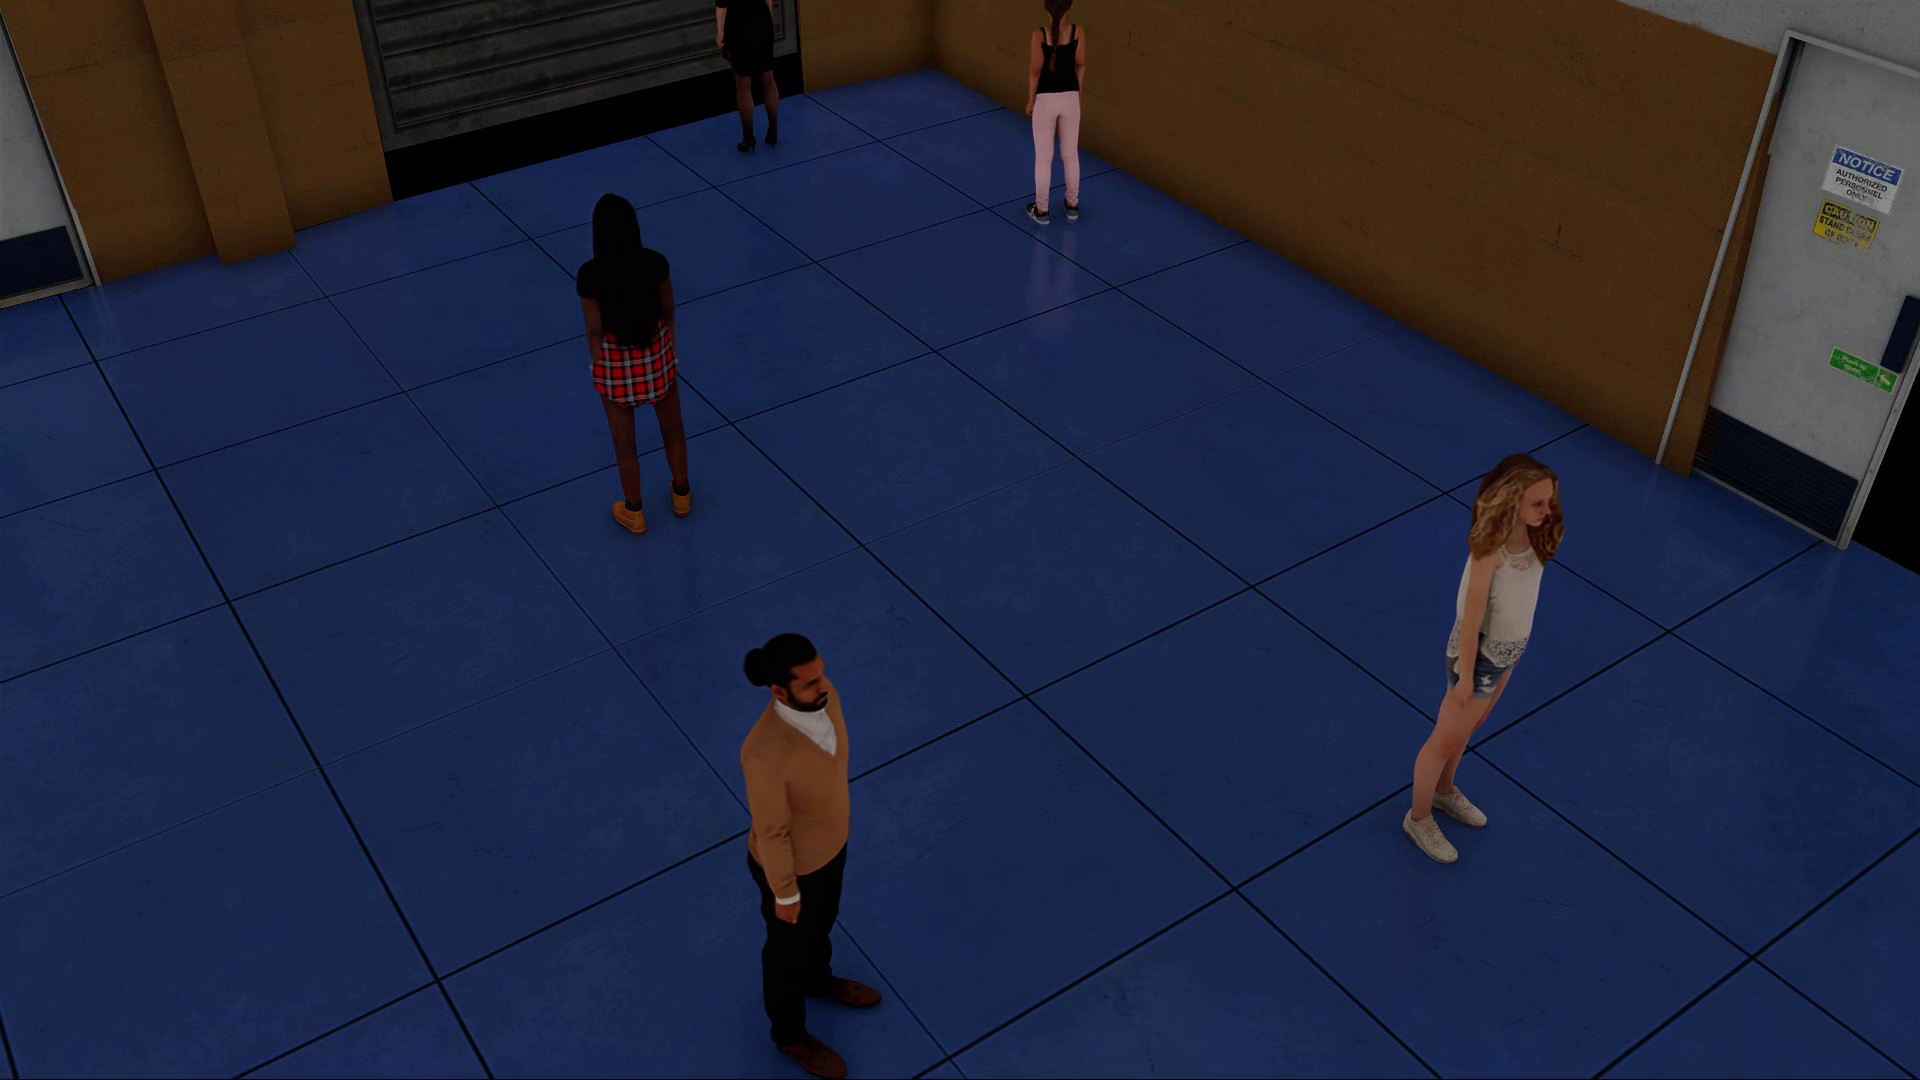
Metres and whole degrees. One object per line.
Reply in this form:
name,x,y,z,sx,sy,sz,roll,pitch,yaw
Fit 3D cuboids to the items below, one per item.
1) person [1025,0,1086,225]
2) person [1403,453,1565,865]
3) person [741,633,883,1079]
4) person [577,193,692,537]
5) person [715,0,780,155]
person,0.612,-2.759,10.522,0.571,1.562,0.677,-7,38,-10
person,1.901,0.425,6.115,0.673,1.759,0.521,29,46,33
person,-0.510,0.994,5.362,0.819,1.754,0.725,13,39,17
person,-1.518,-0.813,7.791,0.540,1.729,0.669,-20,41,-24
person,-1.444,-3.472,11.338,0.448,1.706,0.657,-20,41,-24
